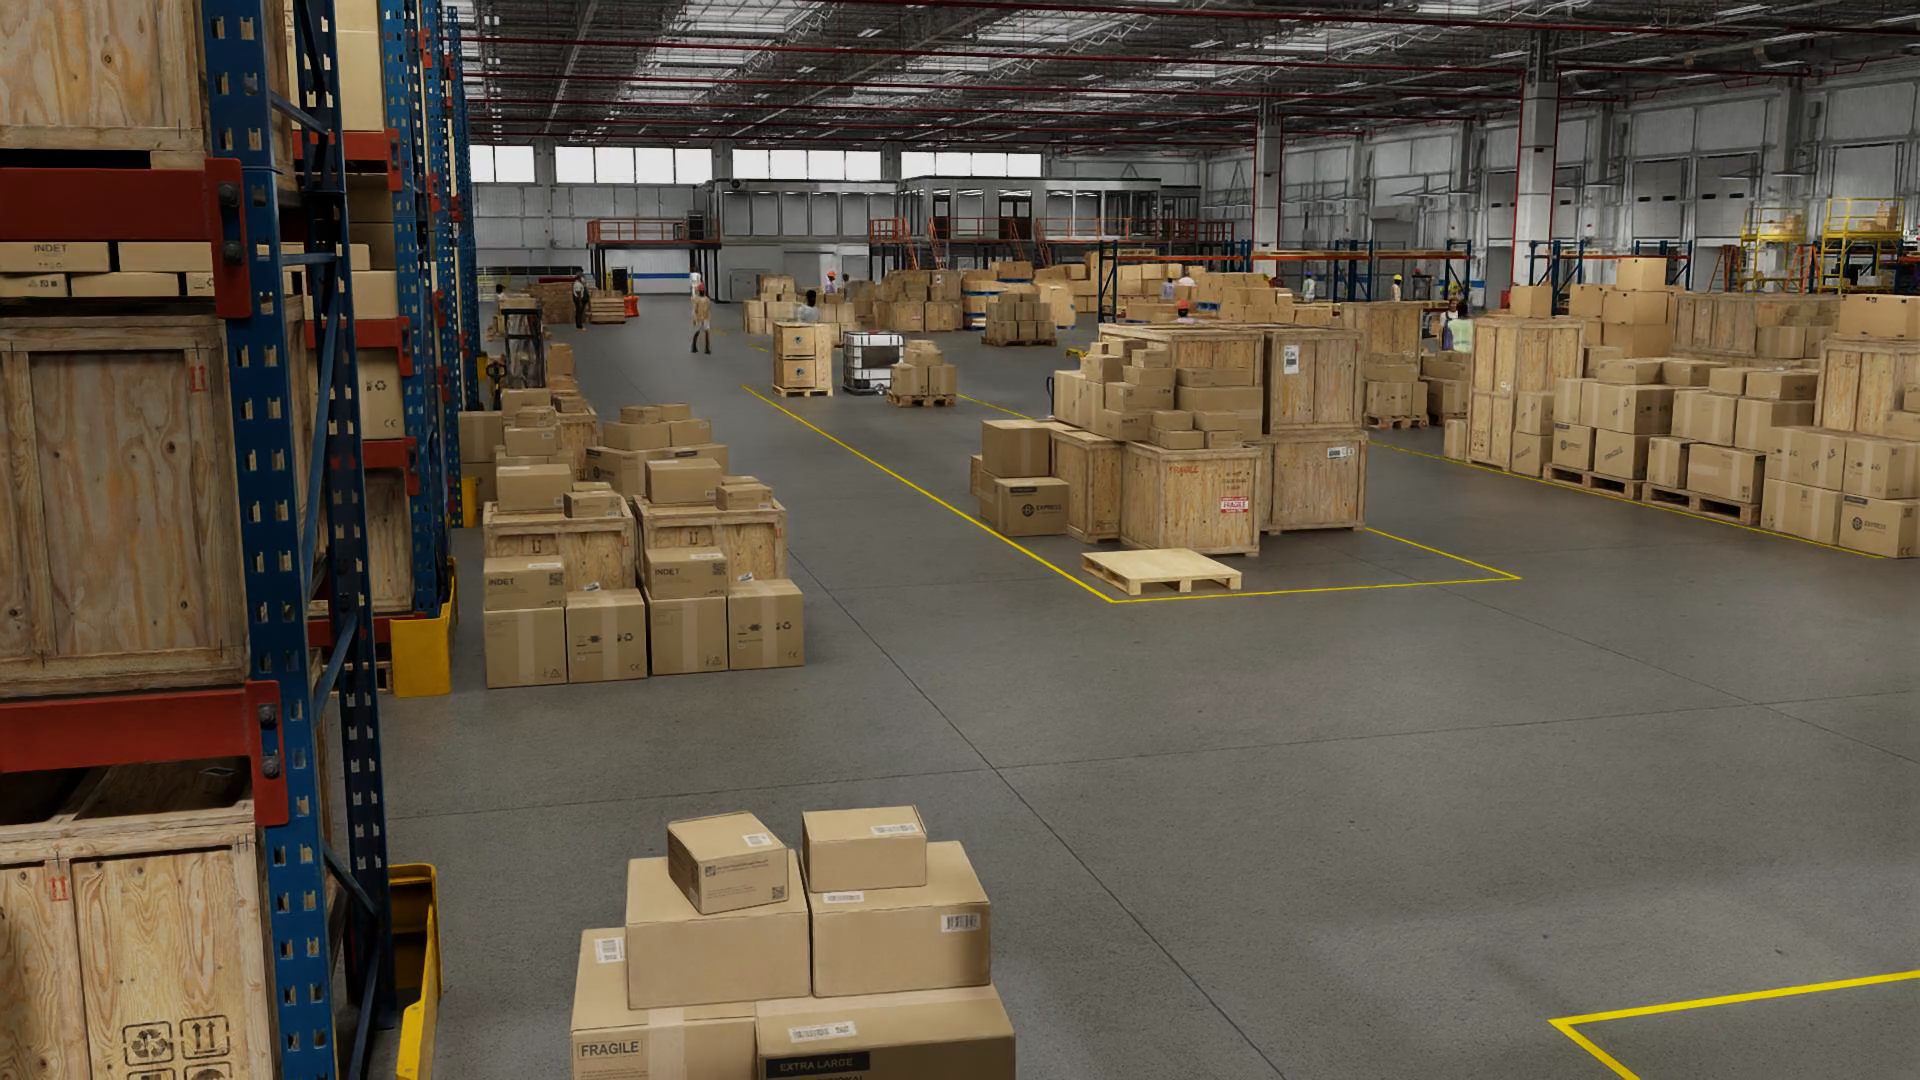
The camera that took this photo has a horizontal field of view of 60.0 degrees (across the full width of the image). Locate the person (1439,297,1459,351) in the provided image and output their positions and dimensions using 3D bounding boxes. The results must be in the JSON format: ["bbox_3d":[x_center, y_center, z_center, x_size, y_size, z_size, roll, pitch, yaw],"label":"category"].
[{"bbox_3d":[10.042,-4.038,33.967,0.514,1.844,0.327,0,10,2],"label":"person"}]

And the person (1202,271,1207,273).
[{"bbox_3d":[8.733,-8.559,59.183,0.457,1.976,0.639,9,13,42],"label":"person"}]

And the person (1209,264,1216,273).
[{"bbox_3d":[12.733,-12.883,83.683,0.660,1.978,0.639,8,13,37],"label":"person"}]

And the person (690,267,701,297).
[{"bbox_3d":[-13.140,-12.614,82.523,0.578,1.857,0.914,0,10,1],"label":"person"}]

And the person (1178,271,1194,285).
[{"bbox_3d":[8.943,-9.692,65.758,0.626,1.924,0.723,-2,10,-10],"label":"person"}]

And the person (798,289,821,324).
[{"bbox_3d":[-3.354,-4.576,36.780,0.604,1.939,0.927,-7,12,-34],"label":"person"}]

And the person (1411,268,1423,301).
[{"bbox_3d":[20.396,-11.177,74.187,0.554,1.917,0.611,4,11,23],"label":"person"}]

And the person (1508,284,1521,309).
[{"bbox_3d":[17.609,-7.219,52.450,0.553,1.663,0.769,-1,10,-5],"label":"person"}]

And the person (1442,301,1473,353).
[{"bbox_3d":[8.872,-3.279,29.509,0.594,1.901,0.444,-2,10,-11],"label":"person"}]

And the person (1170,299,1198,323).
[{"bbox_3d":[3.993,-3.364,29.939,0.585,1.915,0.694,-2,10,-9],"label":"person"}]

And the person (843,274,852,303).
[{"bbox_3d":[-4.187,-9.151,62.931,0.681,1.851,0.525,4,11,21],"label":"person"}]

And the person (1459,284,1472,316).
[{"bbox_3d":[16.105,-7.331,53.100,0.519,1.674,0.986,-4,11,-20],"label":"person"}]

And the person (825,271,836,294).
[{"bbox_3d":[-4.451,-8.285,57.503,0.417,2.034,0.603,1,10,5],"label":"person"}]

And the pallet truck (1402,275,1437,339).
[{"bbox_3d":[14.620,-7.324,52.145,0.823,1.965,1.885,8,13,40],"label":"pallet truck"}]

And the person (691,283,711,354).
[{"bbox_3d":[-6.975,-5.961,44.696,0.549,1.910,0.858,-6,12,-29],"label":"person"}]

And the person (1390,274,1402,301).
[{"bbox_3d":[14.698,-7.988,56.095,0.361,1.930,0.587,1,10,8],"label":"person"}]

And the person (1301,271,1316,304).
[{"bbox_3d":[13.260,-9.263,63.313,0.609,1.936,0.419,-7,12,-34],"label":"person"}]

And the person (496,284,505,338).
[{"bbox_3d":[-14.515,-7.220,52.423,0.455,1.679,0.555,-1,10,-8],"label":"person"}]

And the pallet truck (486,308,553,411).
[{"bbox_3d":[-6.242,-2.418,24.362,0.823,1.965,1.885,1,10,3],"label":"pallet truck"}]

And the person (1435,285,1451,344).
[{"bbox_3d":[14.156,-6.610,48.800,0.461,1.748,0.543,-5,11,-24],"label":"person"}]

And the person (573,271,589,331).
[{"bbox_3d":[-12.861,-8.109,56.469,0.535,2.000,0.686,-3,10,-17],"label":"person"}]

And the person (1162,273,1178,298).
[{"bbox_3d":[7.796,-8.985,61.871,0.595,1.893,0.916,0,10,1],"label":"person"}]

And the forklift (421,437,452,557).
[{"bbox_3d":[-5.592,-1.173,14.818,1.873,2.768,1.129,-3,10,-15],"label":"forklift"}]
